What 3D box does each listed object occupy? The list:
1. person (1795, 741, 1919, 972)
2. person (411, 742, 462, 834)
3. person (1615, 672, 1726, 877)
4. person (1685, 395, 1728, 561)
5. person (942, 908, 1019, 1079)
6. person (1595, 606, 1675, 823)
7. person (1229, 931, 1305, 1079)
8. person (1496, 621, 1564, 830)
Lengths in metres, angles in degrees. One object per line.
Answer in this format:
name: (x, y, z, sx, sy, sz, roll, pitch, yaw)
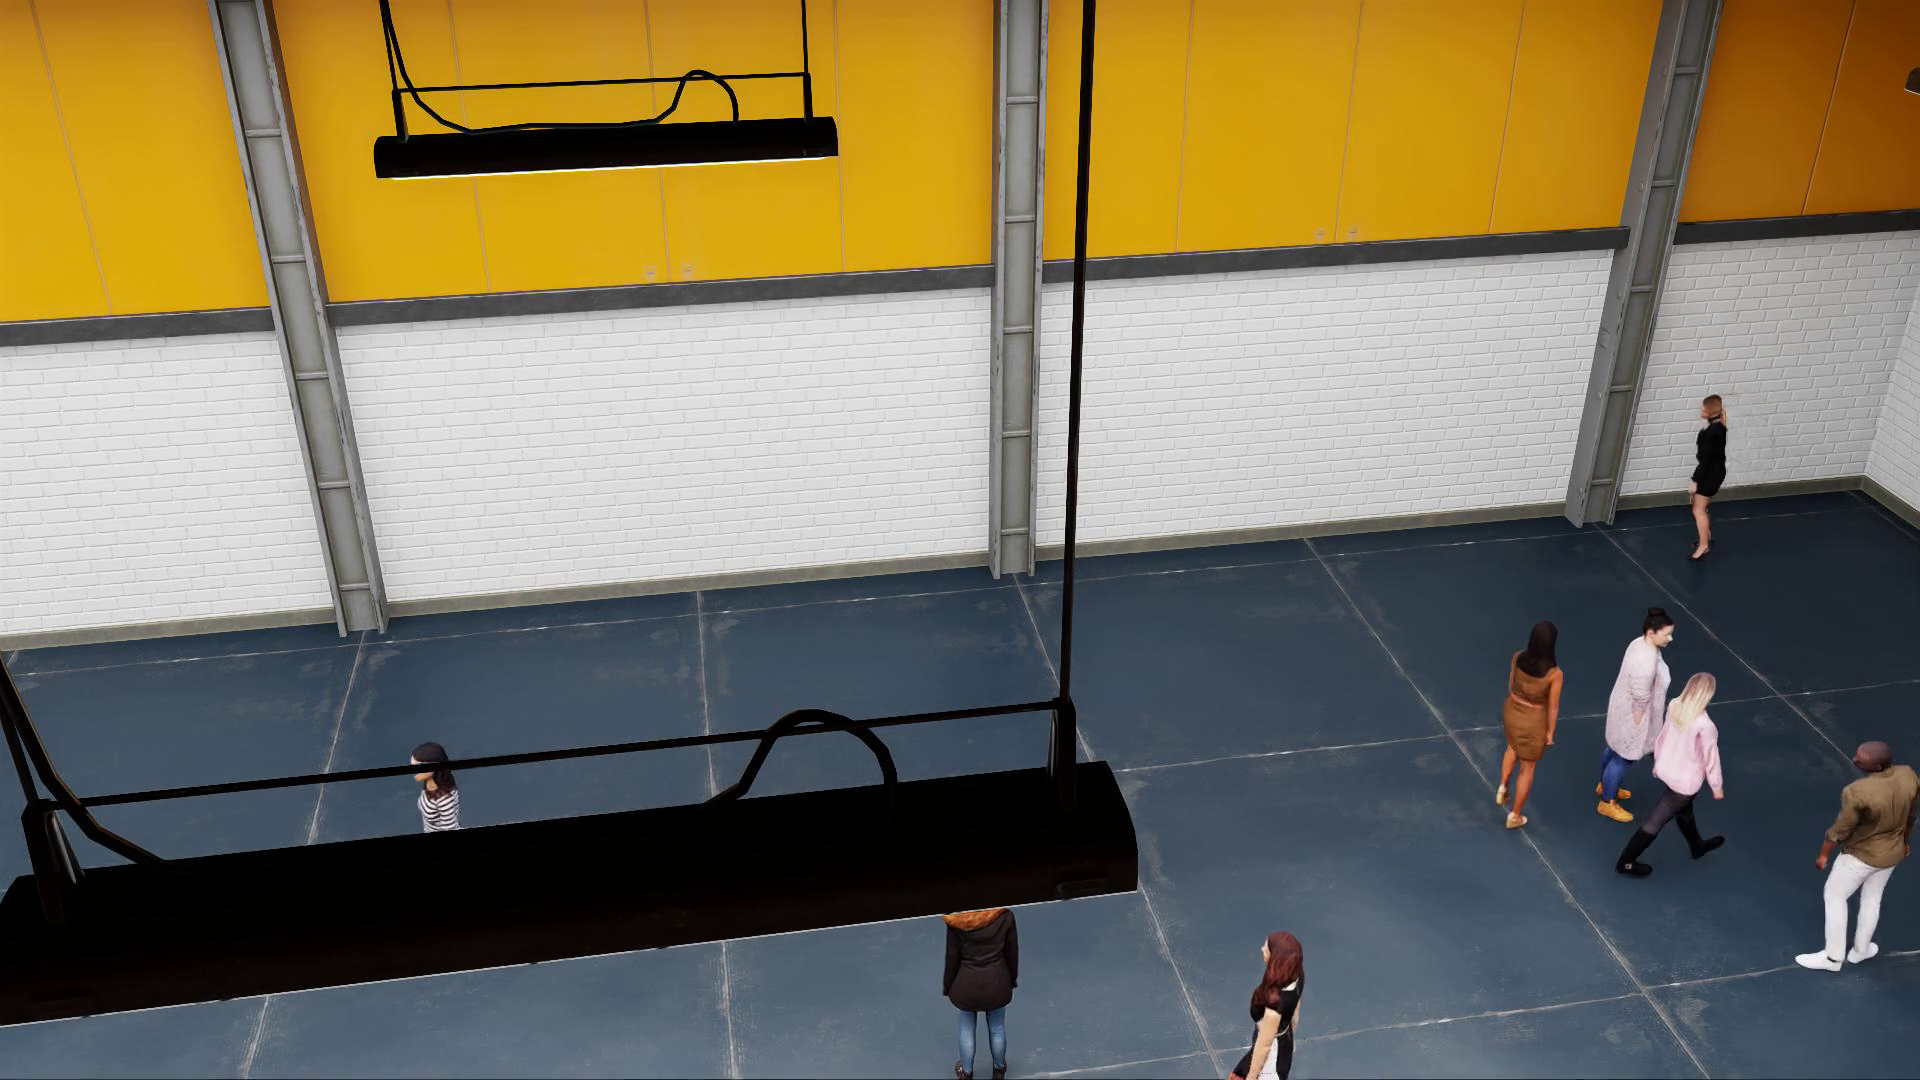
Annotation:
person: (6.017, 2.067, 10.907, 0.516, 1.783, 0.879, 0, 29, 0)
person: (-3.265, 2.067, 10.943, 1.229, 1.748, 0.951, -19, 34, -31)
person: (4.972, 1.702, 11.724, 1.082, 1.642, 0.644, -3, 29, -5)
person: (7.142, -0.576, 15.804, 0.814, 1.732, 0.773, 22, 35, 34)
person: (0.123, 2.641, 10.010, 0.536, 1.634, 0.686, -4, 29, -7)
person: (5.019, 1.270, 12.412, 0.807, 1.740, 0.798, 10, 30, 18)
person: (1.819, 2.958, 9.304, 1.159, 1.754, 0.992, 13, 31, 22)
person: (4.129, 1.380, 12.288, 0.770, 1.666, 0.719, -19, 34, -31)
